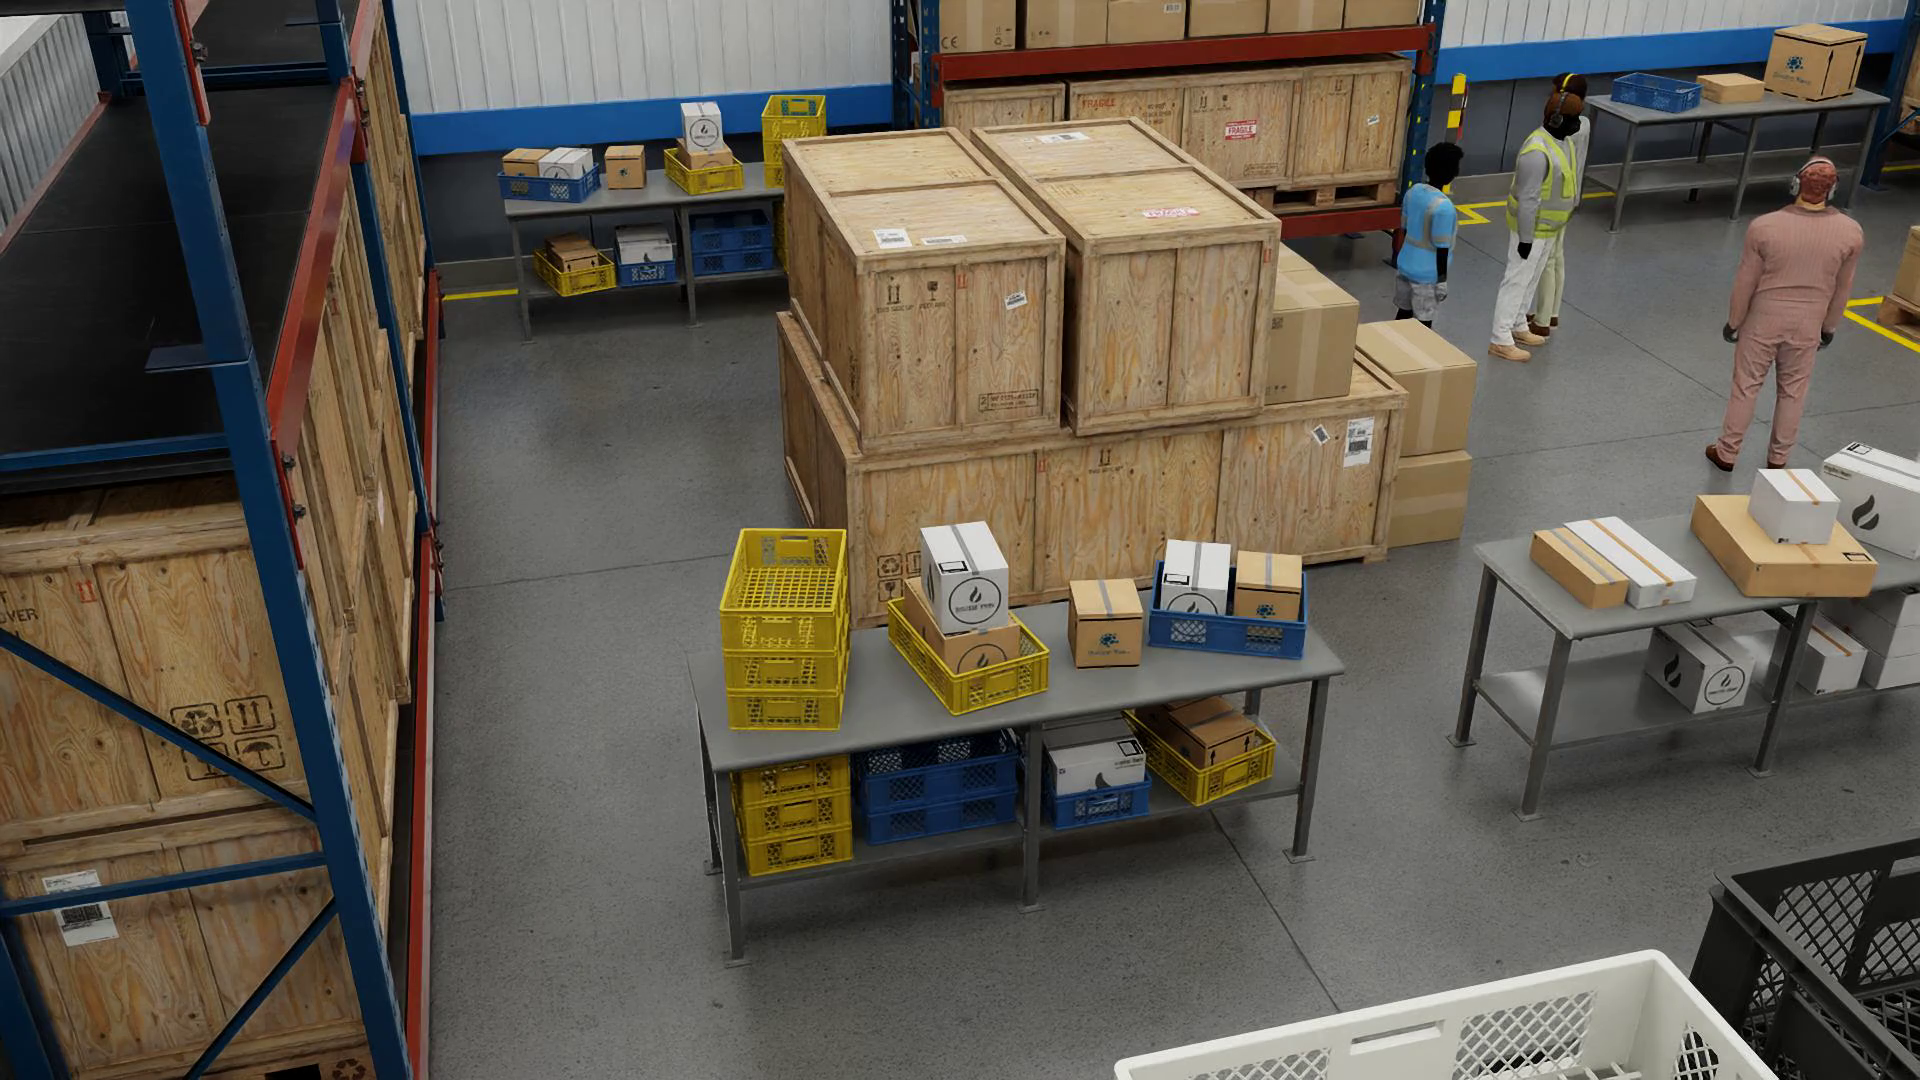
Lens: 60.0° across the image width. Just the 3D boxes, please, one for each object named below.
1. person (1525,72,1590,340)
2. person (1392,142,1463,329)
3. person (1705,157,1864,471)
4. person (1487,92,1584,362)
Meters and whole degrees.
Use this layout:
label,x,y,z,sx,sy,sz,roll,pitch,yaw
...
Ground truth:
label,x,y,z,sx,sy,sz,roll,pitch,yaw
person,4.170,-2.333,11.683,0.312,1.864,0.532,19,34,30
person,3.004,-1.729,10.761,0.320,1.692,0.531,-6,29,-11
person,4.820,-1.297,9.760,0.643,1.909,0.410,5,29,9
person,3.956,-2.143,11.377,0.431,1.835,0.623,18,34,30
